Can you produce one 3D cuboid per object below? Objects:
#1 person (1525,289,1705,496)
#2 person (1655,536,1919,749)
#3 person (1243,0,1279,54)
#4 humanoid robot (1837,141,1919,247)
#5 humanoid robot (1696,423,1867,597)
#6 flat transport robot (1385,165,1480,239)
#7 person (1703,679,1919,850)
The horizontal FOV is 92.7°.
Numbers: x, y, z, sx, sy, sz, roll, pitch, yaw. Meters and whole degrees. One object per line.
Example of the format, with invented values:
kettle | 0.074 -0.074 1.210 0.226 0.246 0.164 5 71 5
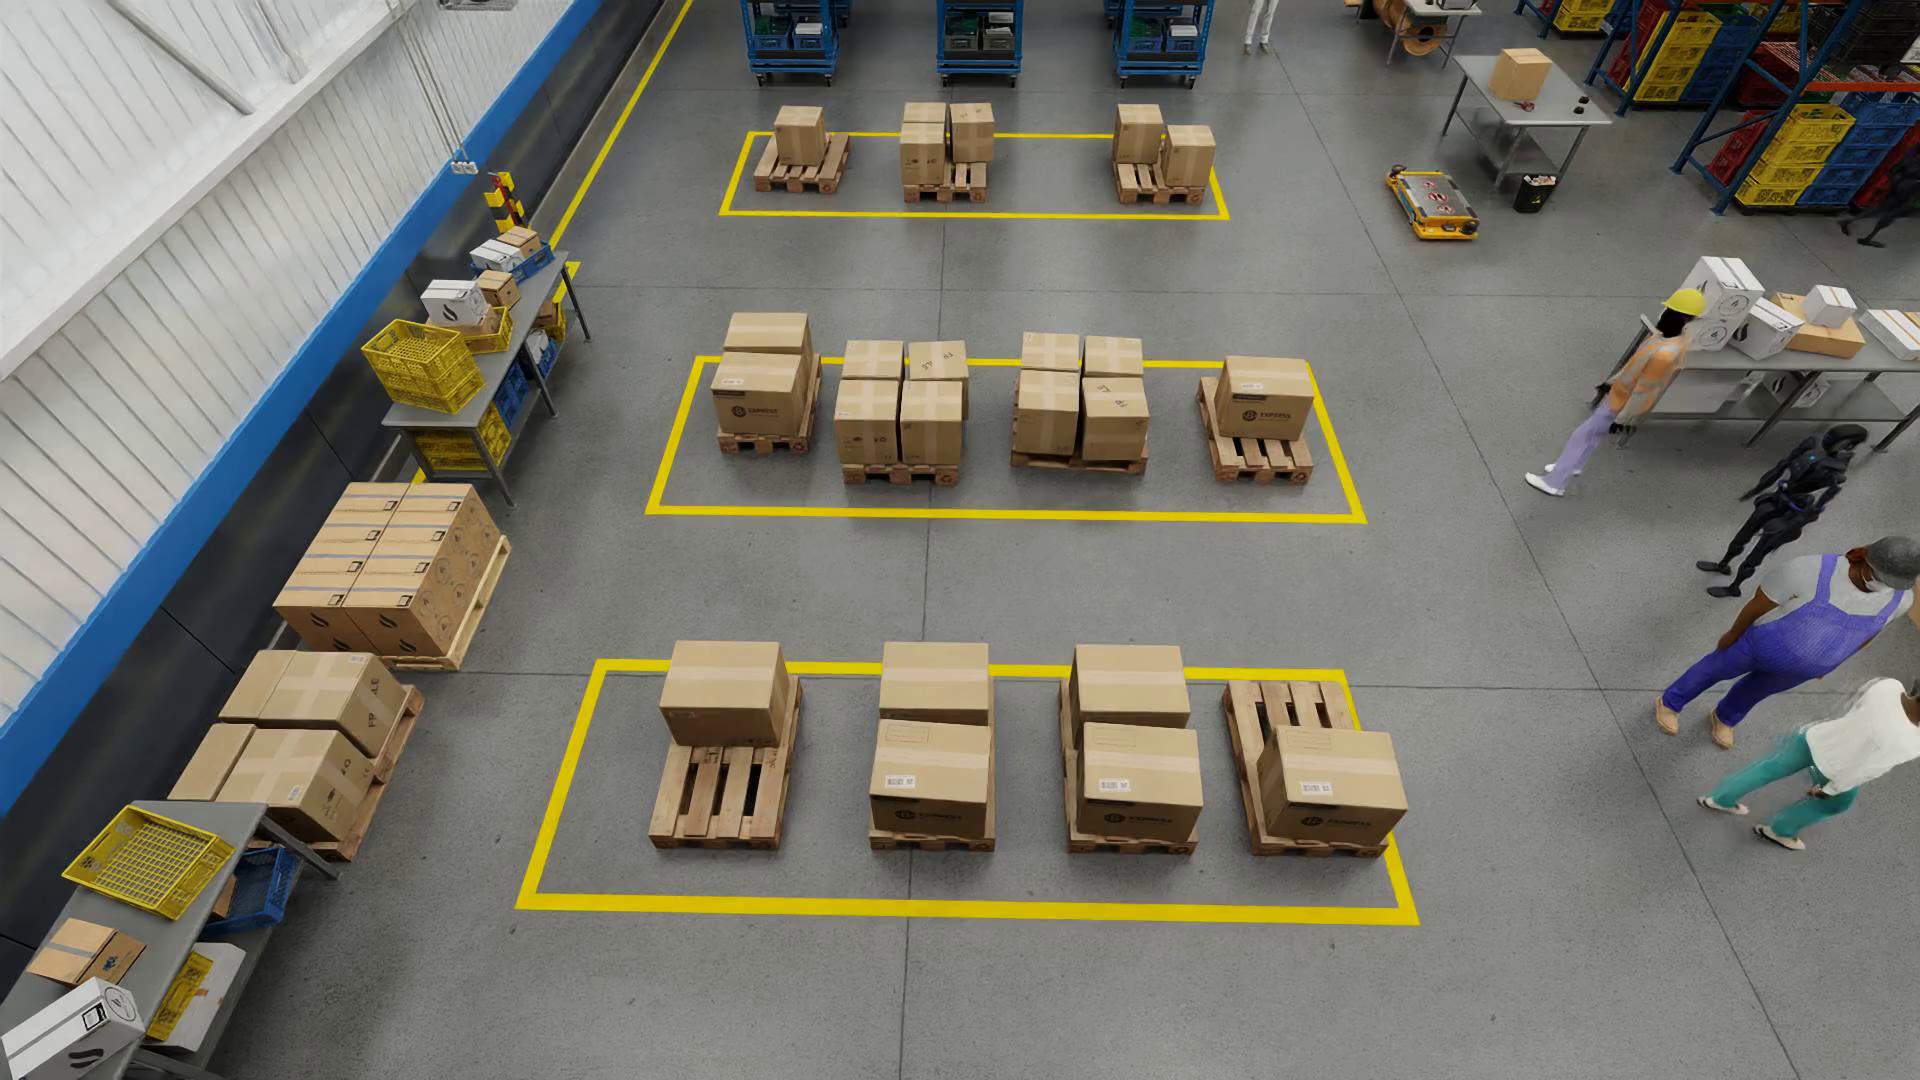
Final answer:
person | 5.344 -1.150 7.458 0.477 1.886 0.694 30 55 23
person | 5.227 0.672 5.781 0.681 2.000 0.536 18 52 15
person | 4.619 -8.262 13.616 0.582 1.882 0.347 -6 49 -5
humanoid robot | 10.457 -4.045 10.101 0.551 1.639 0.615 10 50 8
humanoid robot | 6.076 -0.224 6.794 0.365 1.647 0.575 7 50 6
flat transport robot | 5.692 -4.094 11.059 0.652 0.197 1.431 1 49 1
person | 5.276 1.302 5.434 0.681 1.742 0.531 10 50 9
